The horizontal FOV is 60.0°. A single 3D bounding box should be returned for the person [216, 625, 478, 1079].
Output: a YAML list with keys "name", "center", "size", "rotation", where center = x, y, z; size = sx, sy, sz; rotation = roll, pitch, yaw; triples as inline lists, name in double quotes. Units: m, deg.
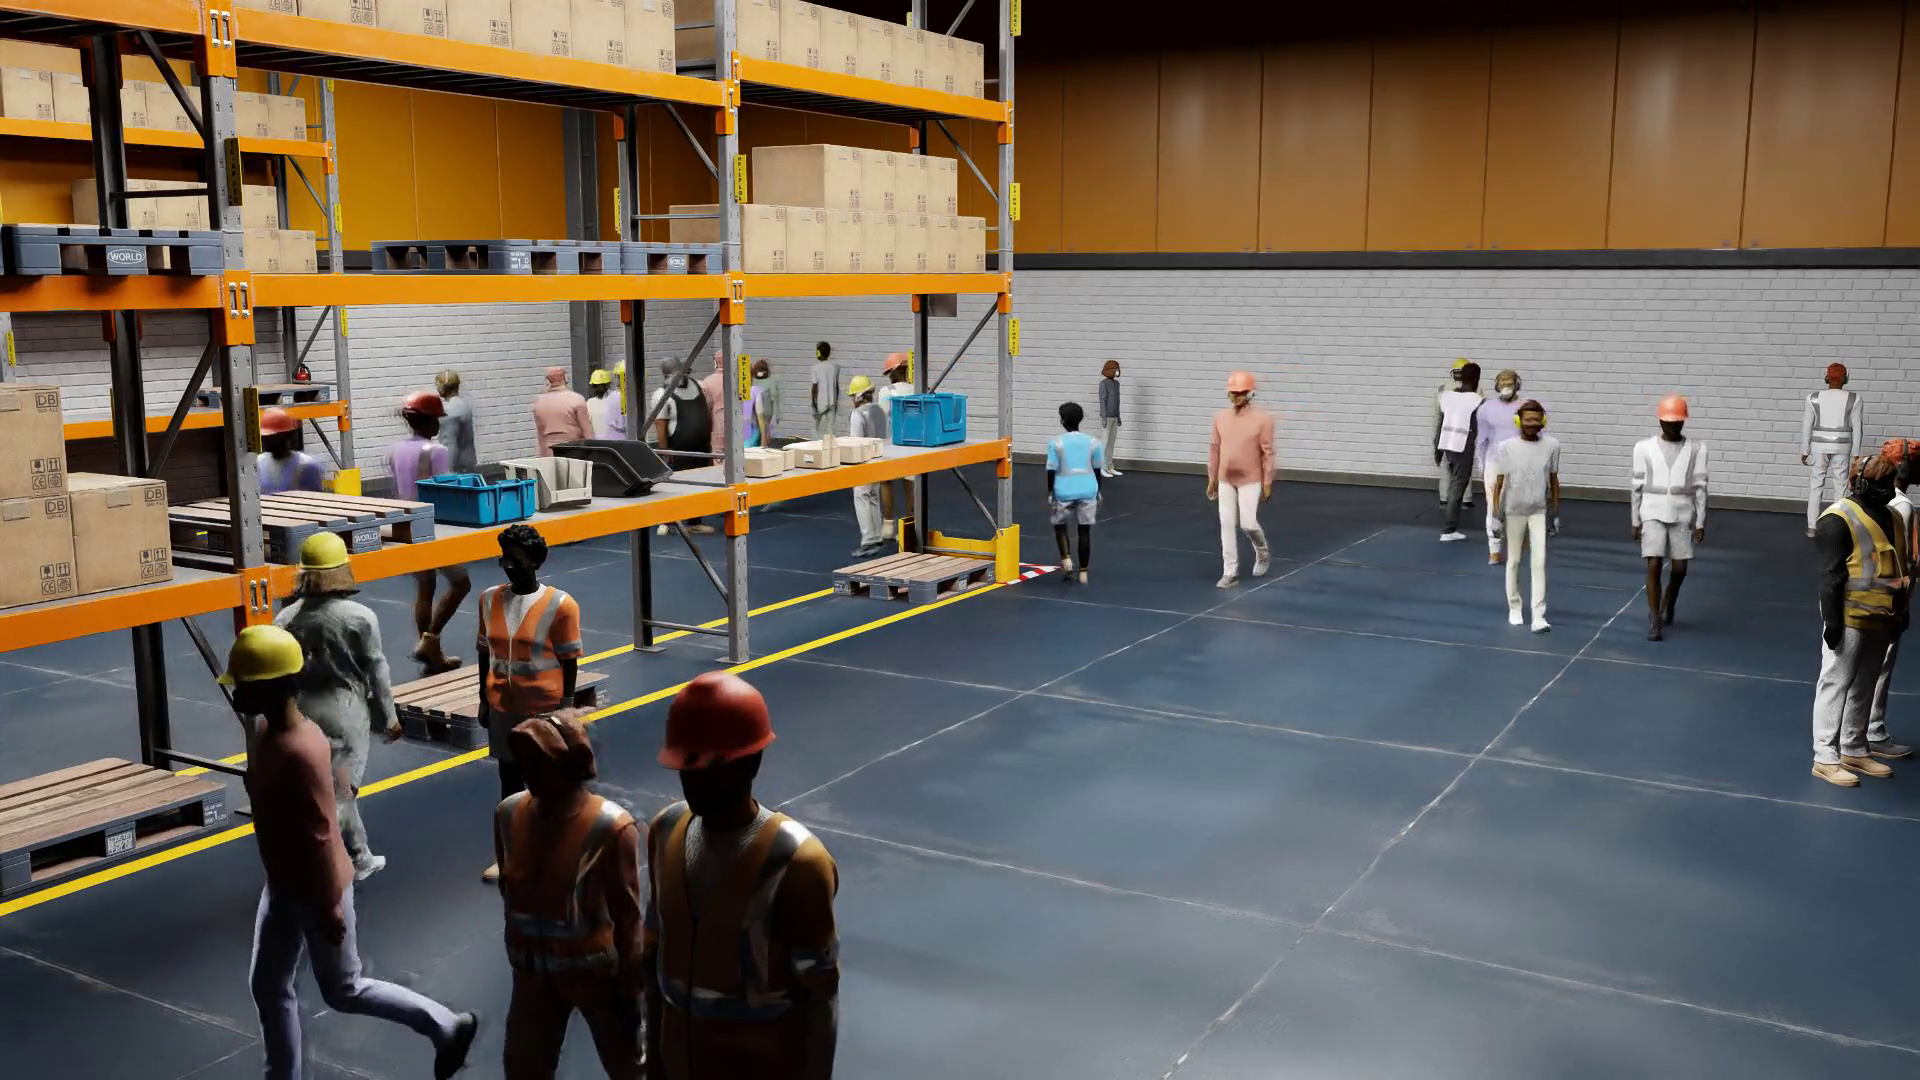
- name: "person"
  center: [-2.052, 1.106, 5.487]
  size: [0.776, 1.737, 0.531]
  rotation: [-7, 12, -38]

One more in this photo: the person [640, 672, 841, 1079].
- name: "person"
  center: [-0.549, 1.255, 3.911]
  size: [0.552, 1.936, 0.362]
  rotation: [6, 11, 33]

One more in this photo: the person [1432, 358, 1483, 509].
- name: "person"
  center: [6.018, -1.283, 20.087]
  size: [0.600, 1.827, 0.403]
  rotation: [5, 10, 27]

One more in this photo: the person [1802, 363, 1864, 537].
- name: "person"
  center: [9.354, -0.953, 17.850]
  size: [0.572, 1.887, 0.356]
  rotation: [6, 11, 33]

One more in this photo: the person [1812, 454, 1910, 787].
- name: "person"
  center: [5.044, 0.440, 9.298]
  size: [0.627, 1.844, 0.429]
  rotation: [-5, 11, -30]

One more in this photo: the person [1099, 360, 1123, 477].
- name: "person"
  center: [2.110, -1.704, 23.314]
  size: [0.285, 1.636, 0.500]
  rotation: [6, 11, 31]

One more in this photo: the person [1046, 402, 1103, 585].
- name: "person"
  center: [1.044, -0.420, 15.153]
  size: [0.550, 1.683, 0.370]
  rotation: [-1, 9, -7]

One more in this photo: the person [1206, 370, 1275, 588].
- name: "person"
  center: [2.560, -0.558, 15.096]
  size: [0.622, 1.976, 0.578]
  rotation: [7, 11, 35]

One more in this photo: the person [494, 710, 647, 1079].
- name: "person"
  center: [-1.104, 1.279, 4.908]
  size: [0.530, 1.620, 0.815]
  rotation: [4, 10, 21]

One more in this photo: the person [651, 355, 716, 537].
- name: "person"
  center: [-2.961, -1.050, 17.976]
  size: [0.534, 2.000, 0.762]
  rotation: [7, 12, 39]

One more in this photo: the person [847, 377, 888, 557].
- name: "person"
  center: [-0.939, -0.740, 16.867]
  size: [0.521, 1.789, 0.757]
  rotation: [4, 10, 25]

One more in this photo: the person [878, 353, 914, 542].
- name: "person"
  center: [-0.650, -0.966, 17.591]
  size: [0.639, 1.992, 0.712]
  rotation: [-6, 11, -35]

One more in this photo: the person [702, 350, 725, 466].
- name: "person"
  center: [-2.885, -1.379, 20.461]
  size: [0.638, 1.904, 0.402]
  rotation: [-5, 10, -28]

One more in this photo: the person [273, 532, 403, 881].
- name: "person"
  center: [-2.817, 0.811, 7.419]
  size: [0.486, 1.700, 0.897]
  rotation: [2, 9, 14]

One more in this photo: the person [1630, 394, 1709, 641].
- name: "person"
  center: [5.544, -0.194, 13.049]
  size: [0.558, 1.917, 0.676]
  rotation: [4, 10, 21]

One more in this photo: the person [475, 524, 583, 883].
- name: "person"
  center: [-2.006, 0.764, 7.723]
  size: [0.533, 1.697, 0.318]
  rotation: [2, 9, 14]

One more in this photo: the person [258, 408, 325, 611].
- name: "person"
  center: [-4.904, -0.047, 12.242]
  size: [0.535, 1.886, 1.020]
  rotation: [3, 10, 18]

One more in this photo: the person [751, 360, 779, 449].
- name: "person"
  center: [-2.934, -1.824, 24.213]
  size: [0.558, 1.578, 0.878]
  rotation: [5, 11, 30]

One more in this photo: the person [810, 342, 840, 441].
- name: "person"
  center: [-2.010, -1.972, 24.317]
  size: [0.518, 1.849, 0.689]
  rotation: [-5, 10, -29]

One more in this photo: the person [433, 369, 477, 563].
- name: "person"
  center: [-4.886, -0.702, 16.193]
  size: [0.480, 1.925, 0.629]
  rotation: [0, 9, -2]

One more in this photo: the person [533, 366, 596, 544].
- name: "person"
  center: [-4.107, -0.871, 17.375]
  size: [0.713, 1.878, 0.527]
  rotation: [4, 10, 23]

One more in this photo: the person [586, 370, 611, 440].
- name: "person"
  center: [-4.104, -1.137, 19.483]
  size: [0.531, 1.736, 0.821]
  rotation: [5, 11, 31]

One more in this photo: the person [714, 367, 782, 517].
- name: "person"
  center: [-2.519, -1.171, 19.509]
  size: [0.988, 1.788, 0.588]
  rotation: [-6, 11, -32]

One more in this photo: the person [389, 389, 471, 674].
- name: "person"
  center: [-3.736, -0.048, 11.737]
  size: [0.646, 2.031, 0.405]
  rotation: [7, 11, 36]

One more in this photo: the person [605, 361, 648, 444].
- name: "person"
  center: [-3.650, -1.033, 18.384]
  size: [1.017, 1.875, 0.592]
  rotation: [-4, 10, -25]

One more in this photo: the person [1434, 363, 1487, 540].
- name: "person"
  center: [5.400, -0.935, 17.704]
  size: [0.609, 1.896, 0.609]
  rotation: [-5, 10, -27]

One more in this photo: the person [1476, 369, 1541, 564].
- name: "person"
  center: [5.398, -0.738, 16.408]
  size: [0.631, 1.921, 0.723]
  rotation: [4, 10, 22]

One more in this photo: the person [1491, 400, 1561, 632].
- name: "person"
  center: [4.504, -0.180, 13.167]
  size: [0.562, 1.834, 0.903]
  rotation: [2, 9, 10]

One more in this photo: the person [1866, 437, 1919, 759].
- name: "person"
  center: [5.461, 0.334, 9.824]
  size: [0.337, 1.882, 0.583]
  rotation: [2, 9, 10]
